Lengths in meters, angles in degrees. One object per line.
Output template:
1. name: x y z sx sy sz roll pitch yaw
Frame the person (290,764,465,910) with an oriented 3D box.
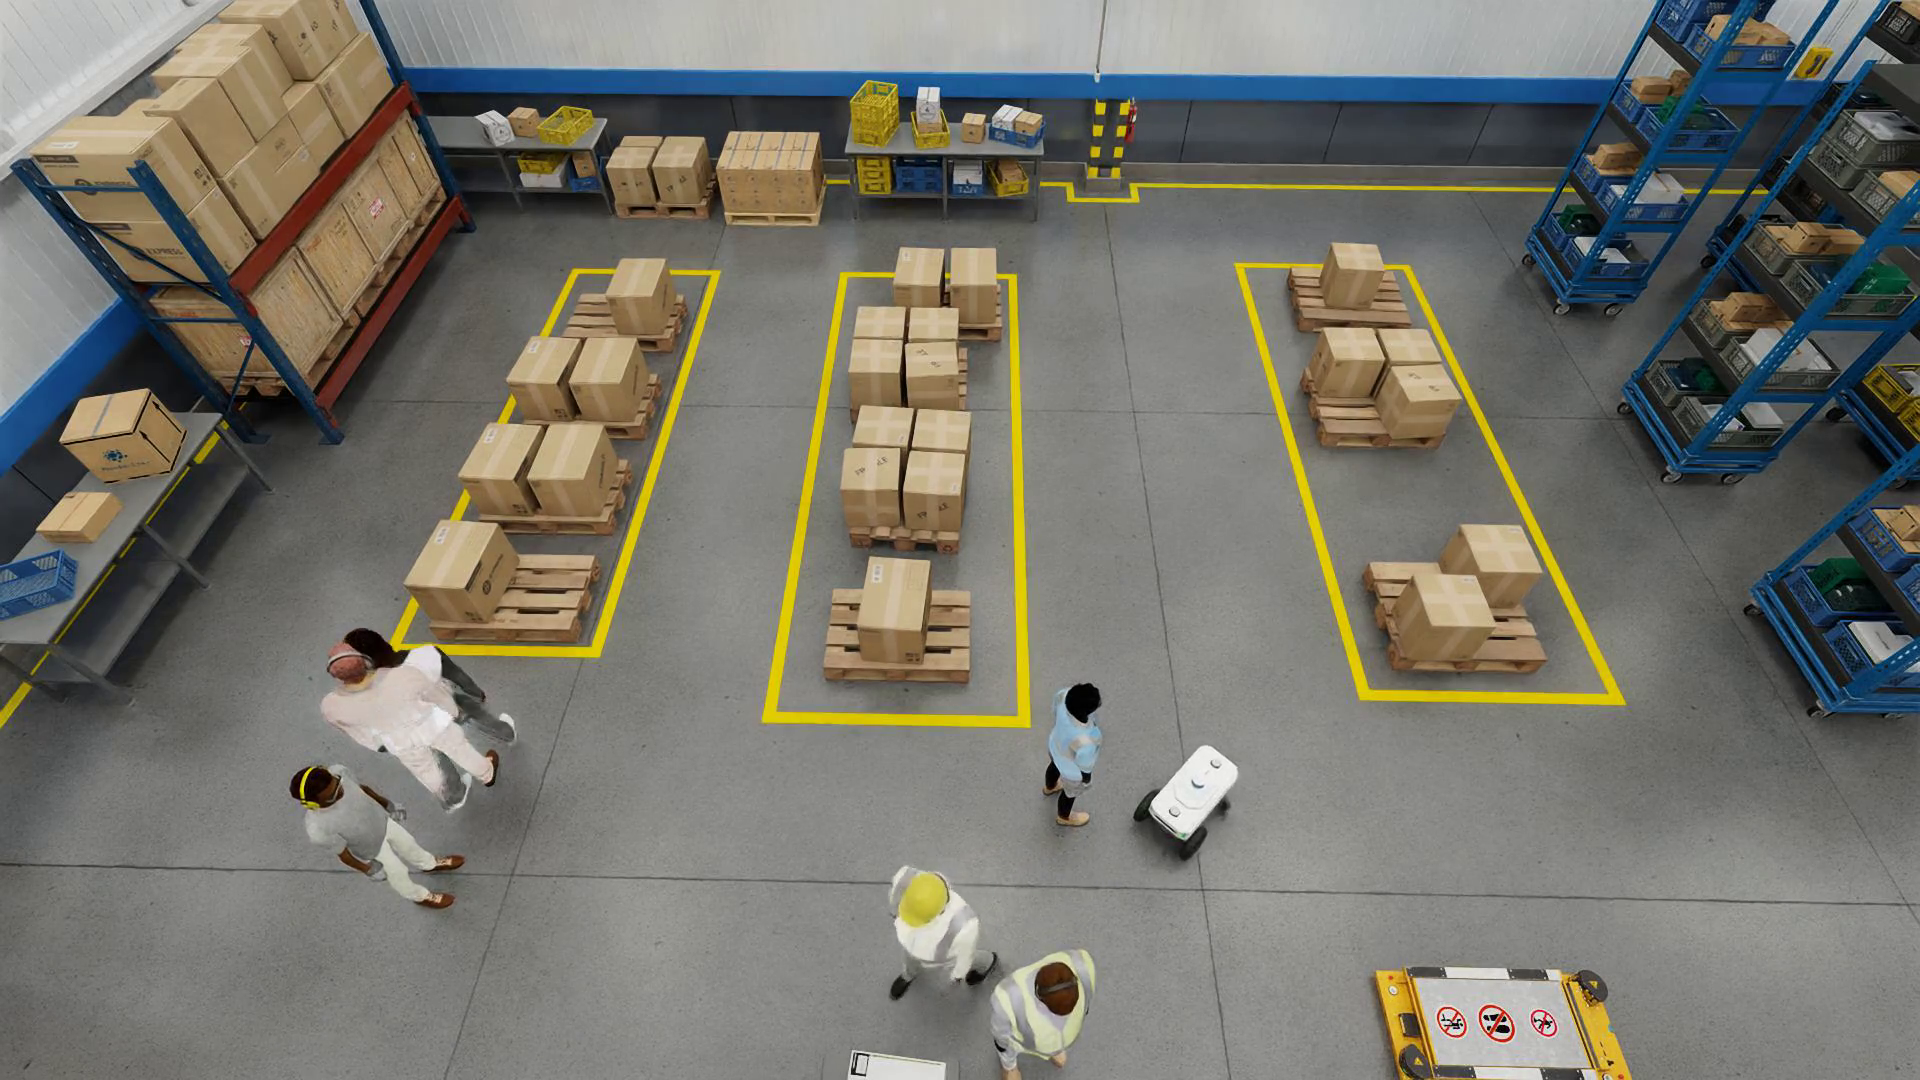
1. person: -3.750 1.908 5.901 0.330 1.858 0.517 -7 51 -6

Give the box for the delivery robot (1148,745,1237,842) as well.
1. delivery robot: 1.709 1.853 6.718 0.477 0.478 0.707 37 60 26

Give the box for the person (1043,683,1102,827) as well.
1. person: 0.784 1.479 6.346 0.318 1.700 0.535 -13 52 -11

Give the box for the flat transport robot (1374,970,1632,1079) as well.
1. flat transport robot: 3.501 3.133 5.914 1.431 0.197 0.652 1 51 1

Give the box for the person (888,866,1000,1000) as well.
1. person: -0.159 2.361 5.546 0.658 1.832 0.601 29 57 22

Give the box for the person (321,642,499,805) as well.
1. person: -3.817 1.275 6.378 0.643 1.913 0.411 -23 55 -18

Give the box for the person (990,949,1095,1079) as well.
1. person: 0.470 2.744 5.229 0.619 1.838 0.430 -19 53 -15

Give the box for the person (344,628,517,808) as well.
1. person: -3.757 1.175 6.486 0.654 1.904 0.596 -23 54 -17
